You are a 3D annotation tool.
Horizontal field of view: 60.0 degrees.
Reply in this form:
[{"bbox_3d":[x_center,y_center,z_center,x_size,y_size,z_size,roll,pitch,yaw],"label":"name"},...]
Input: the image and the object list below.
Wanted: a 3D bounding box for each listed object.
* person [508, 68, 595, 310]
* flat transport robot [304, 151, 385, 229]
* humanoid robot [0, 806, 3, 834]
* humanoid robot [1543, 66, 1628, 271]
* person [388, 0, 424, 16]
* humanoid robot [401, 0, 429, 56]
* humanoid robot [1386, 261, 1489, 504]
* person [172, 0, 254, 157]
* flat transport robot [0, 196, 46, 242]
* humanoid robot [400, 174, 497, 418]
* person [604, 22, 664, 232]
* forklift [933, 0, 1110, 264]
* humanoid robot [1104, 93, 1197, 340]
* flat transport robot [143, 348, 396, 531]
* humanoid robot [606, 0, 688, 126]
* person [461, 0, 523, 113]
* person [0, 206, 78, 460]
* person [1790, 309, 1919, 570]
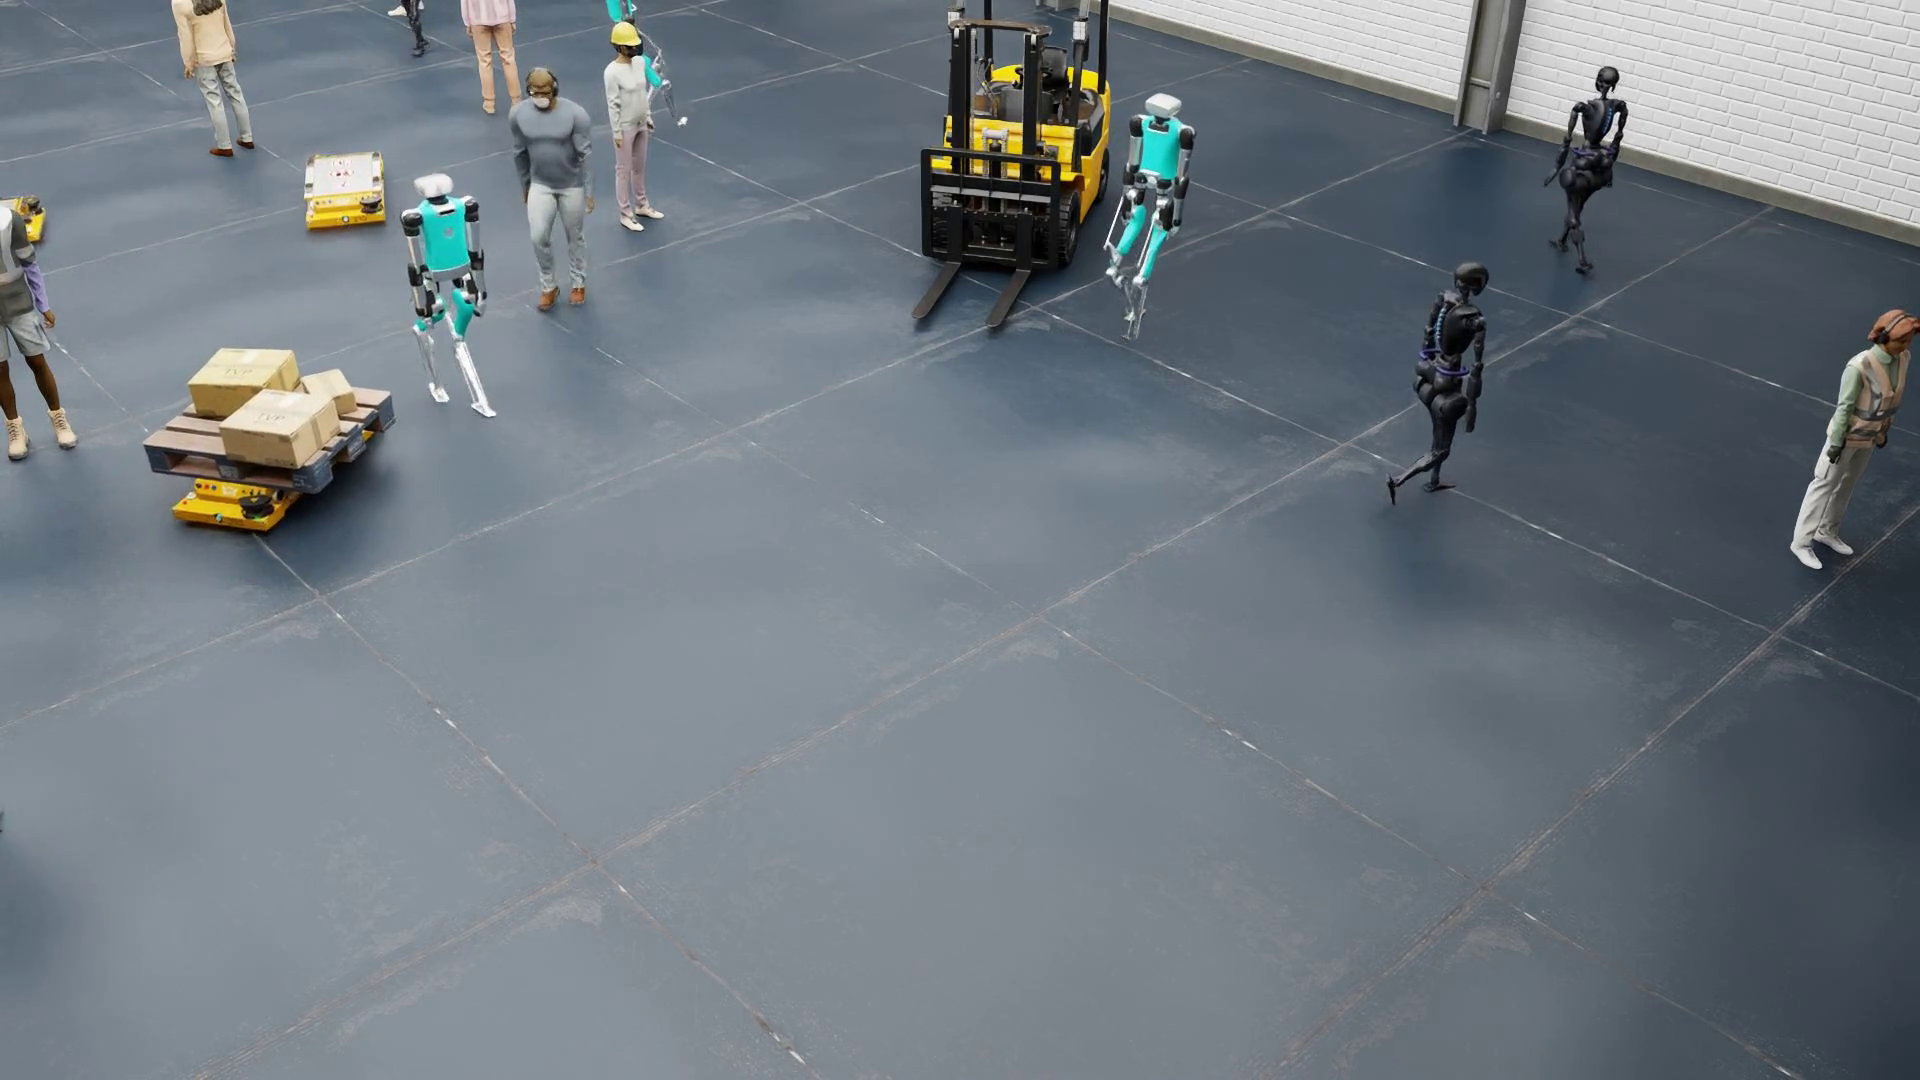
[{"bbox_3d":[-3.102,-2.673,12.778,0.640,1.912,0.582,-1,33,-1],"label":"person"},{"bbox_3d":[-5.575,-3.195,15.084,0.659,0.231,1.431,-9,34,-14],"label":"flat transport robot"},{"bbox_3d":[-4.892,0.752,7.722,0.591,1.655,0.345,-22,39,-30],"label":"humanoid robot"},{"bbox_3d":[5.139,-3.039,13.613,0.595,1.653,0.771,-8,34,-12],"label":"humanoid robot"},{"bbox_3d":[-6.746,-7.221,19.819,0.442,1.858,0.795,6,34,9],"label":"person"},{"bbox_3d":[-6.193,-6.267,18.519,0.589,1.641,0.560,9,34,14],"label":"humanoid robot"},{"bbox_3d":[2.974,-0.978,10.409,0.647,1.635,0.609,-11,35,-17],"label":"humanoid robot"},{"bbox_3d":[-7.074,-4.565,15.720,0.409,1.876,0.553,20,38,28],"label":"person"},{"bbox_3d":[-8.669,-2.660,14.262,1.431,0.231,0.659,-11,35,-17],"label":"flat transport robot"},{"bbox_3d":[-3.609,-1.724,11.498,0.548,1.779,0.871,-25,41,-33],"label":"humanoid robot"},{"bbox_3d":[-2.802,-3.555,14.263,0.329,1.768,0.524,15,36,22],"label":"person"},{"bbox_3d":[0.570,-3.725,14.138,1.214,2.155,2.313,9,34,13],"label":"forklift"},{"bbox_3d":[1.345,-2.349,12.534,0.547,1.882,0.812,20,38,28],"label":"humanoid robot"},{"bbox_3d":[-4.495,-0.537,10.999,0.659,0.231,1.431,7,34,11],"label":"flat transport robot"},{"bbox_3d":[-3.053,-4.867,16.393,0.827,1.873,0.551,-15,36,-22],"label":"humanoid robot"},{"bbox_3d":[-4.739,-5.212,16.794,0.534,1.783,0.399,-10,34,-15],"label":"person"},{"bbox_3d":[-6.269,-1.498,10.852,0.613,2.041,0.372,-17,37,-24],"label":"person"},{"bbox_3d":[5.303,-0.607,9.847,0.510,1.639,0.306,-18,37,-25],"label":"person"}]
